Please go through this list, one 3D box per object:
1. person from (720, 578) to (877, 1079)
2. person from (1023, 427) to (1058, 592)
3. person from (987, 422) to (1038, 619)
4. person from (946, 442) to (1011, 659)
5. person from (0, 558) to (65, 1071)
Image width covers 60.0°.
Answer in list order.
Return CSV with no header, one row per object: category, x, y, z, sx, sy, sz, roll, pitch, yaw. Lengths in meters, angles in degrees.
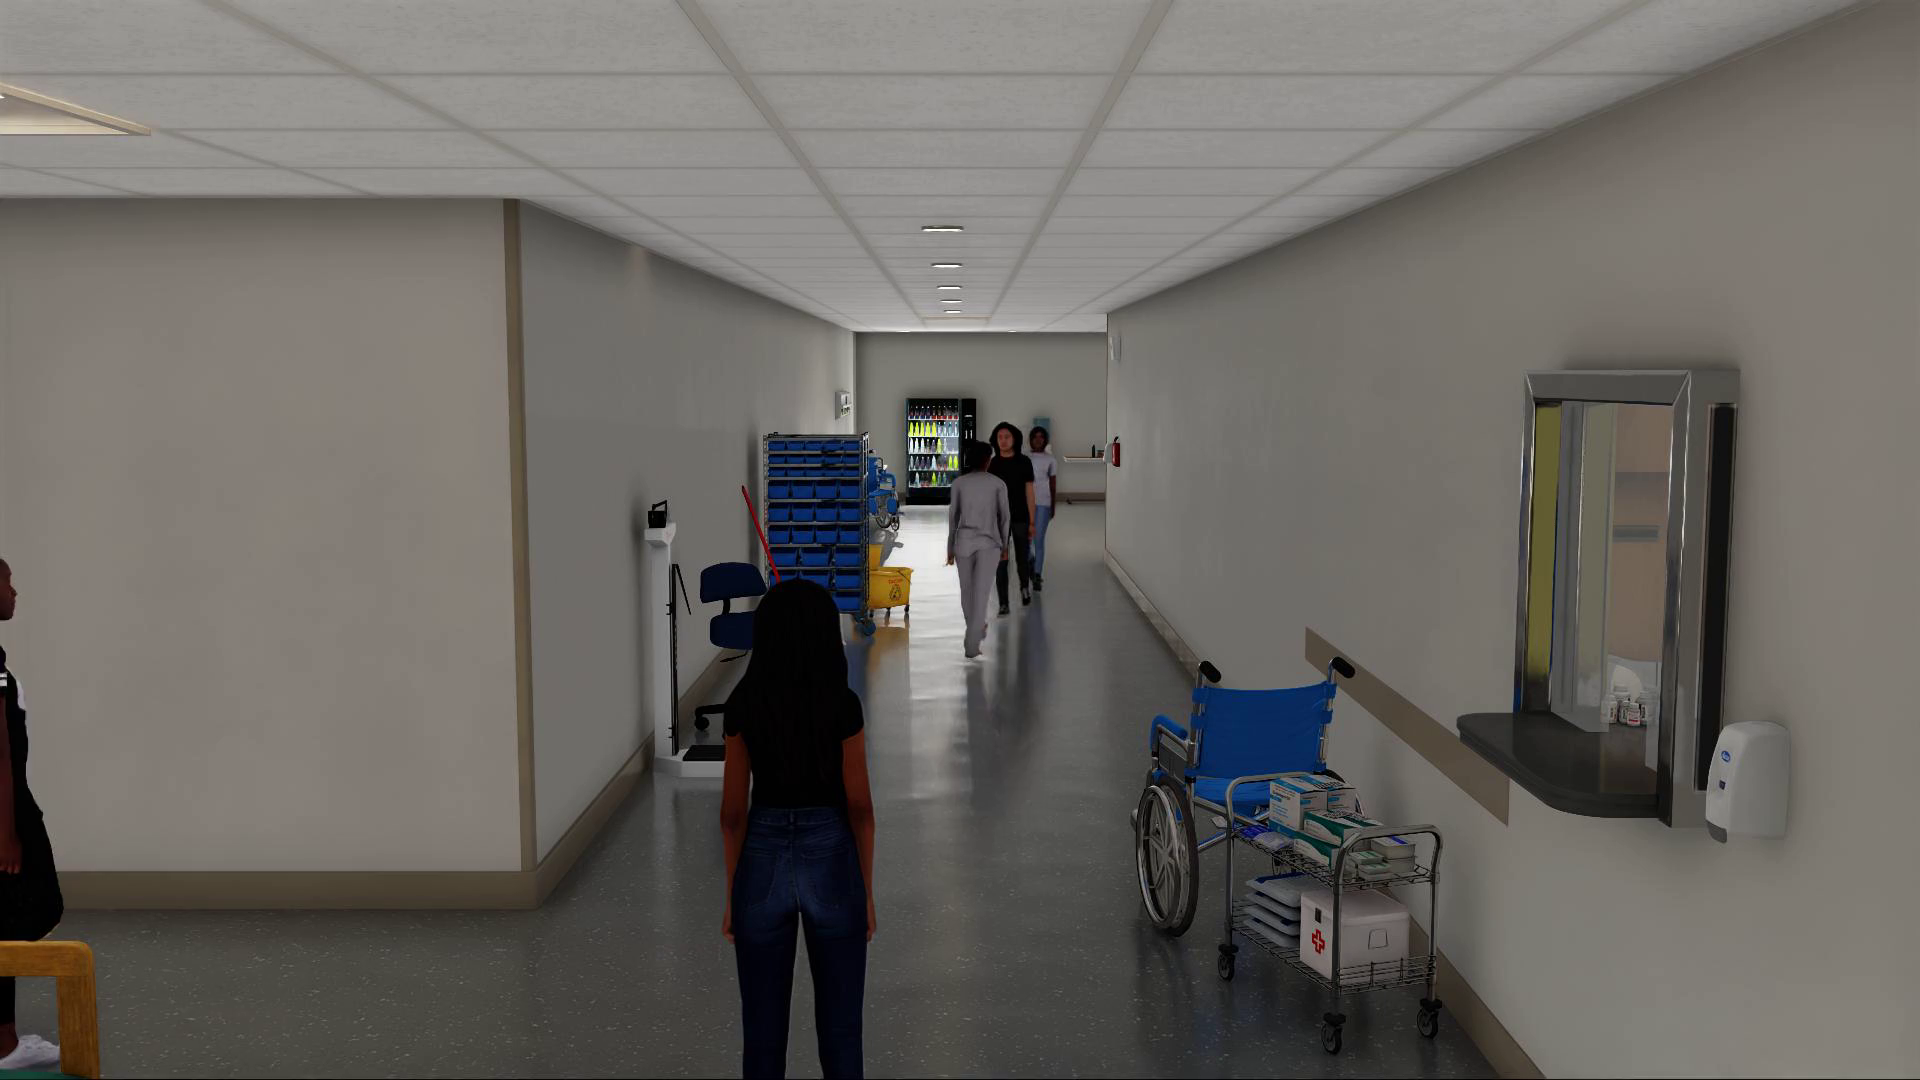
person,-0.434,0.963,4.468,0.464,1.738,0.626,0,6,-2
person,0.787,-0.325,17.478,0.982,1.698,0.756,1,6,8
person,0.502,-0.190,15.576,1.068,1.798,0.822,1,6,6
person,0.120,0.100,13.255,1.116,1.697,0.939,2,6,16
person,-3.147,0.894,5.241,0.925,1.722,0.862,-5,8,-43
